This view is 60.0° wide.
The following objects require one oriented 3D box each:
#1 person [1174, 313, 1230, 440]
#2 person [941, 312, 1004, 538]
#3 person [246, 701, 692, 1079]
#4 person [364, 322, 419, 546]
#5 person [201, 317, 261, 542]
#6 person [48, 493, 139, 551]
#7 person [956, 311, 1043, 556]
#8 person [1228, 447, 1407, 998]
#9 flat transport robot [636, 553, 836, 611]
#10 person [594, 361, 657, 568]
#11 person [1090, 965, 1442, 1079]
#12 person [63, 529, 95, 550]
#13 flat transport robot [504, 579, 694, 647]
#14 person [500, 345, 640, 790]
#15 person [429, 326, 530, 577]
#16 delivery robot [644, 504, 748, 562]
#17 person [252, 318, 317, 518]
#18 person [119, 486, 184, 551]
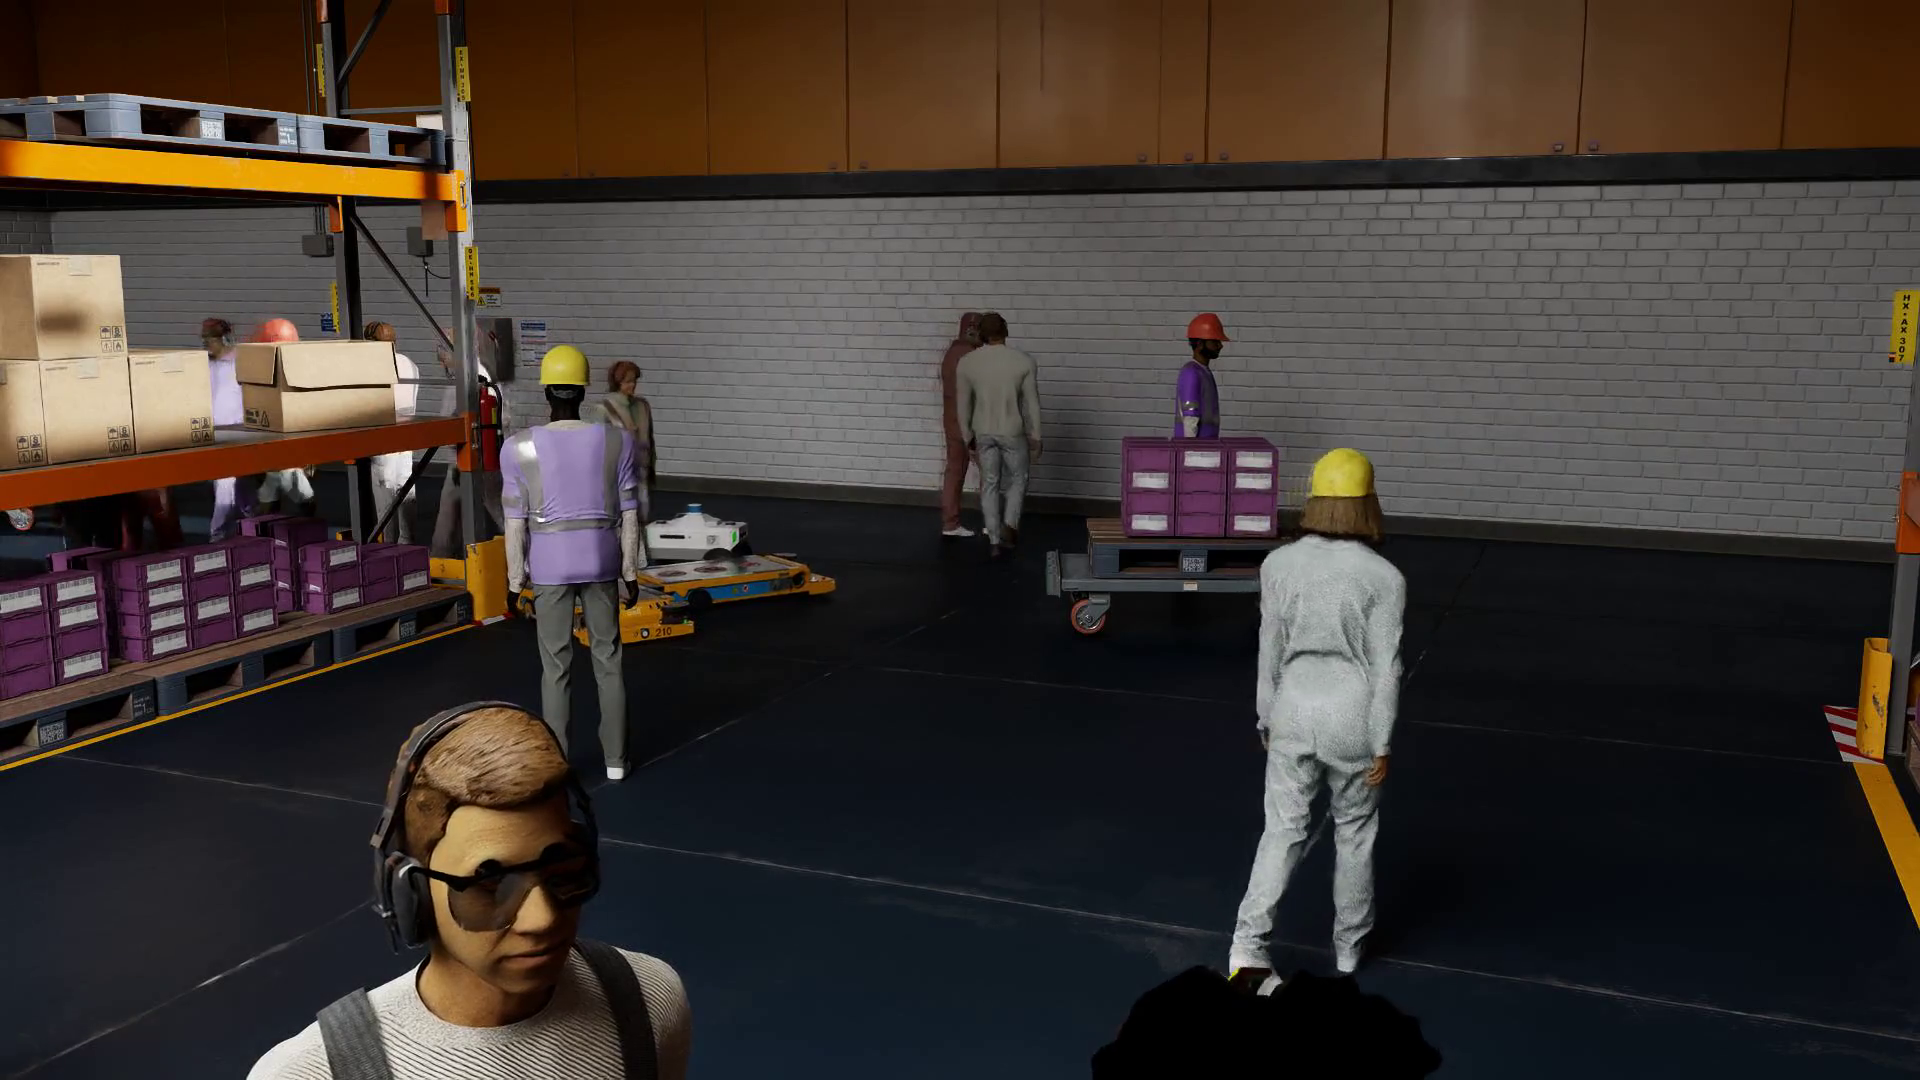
[{"bbox_3d":[1.705,-0.632,11.780,0.378,1.936,0.548,3,10,16],"label":"person"},{"bbox_3d":[0.174,-0.943,13.793,0.701,1.885,0.667,-4,10,-23],"label":"person"},{"bbox_3d":[-0.469,1.069,1.760,0.346,1.846,0.506,9,13,44],"label":"person"},{"bbox_3d":[-4.436,-0.757,12.834,0.429,1.844,0.624,3,10,16],"label":"person"},{"bbox_3d":[-5.837,-0.839,13.251,0.653,1.871,0.930,3,10,17],"label":"person"},{"bbox_3d":[-5.298,-0.336,10.094,0.418,1.930,0.596,4,10,21],"label":"person"},{"bbox_3d":[0.302,-0.813,12.949,0.673,1.917,0.480,2,10,10],"label":"person"},{"bbox_3d":[1.103,0.577,5.132,0.488,1.712,0.746,5,11,29],"label":"person"},{"bbox_3d":[-1.621,0.283,11.279,1.431,0.197,0.652,-7,12,-35],"label":"flat transport robot"},{"bbox_3d":[-2.387,-0.460,11.719,0.689,1.612,0.534,6,11,31],"label":"person"},{"bbox_3d":[0.157,1.172,1.092,0.335,1.861,0.519,-5,11,-29],"label":"person"},{"bbox_3d":[-5.807,-0.372,10.860,0.737,1.730,0.531,-8,12,-41],"label":"person"},{"bbox_3d":[-2.293,0.418,10.457,0.652,0.197,1.431,-7,12,-36],"label":"flat transport robot"},{"bbox_3d":[-1.680,0.126,7.218,0.585,1.928,0.370,-4,10,-21],"label":"person"},{"bbox_3d":[-3.509,-0.612,11.960,0.996,1.846,0.649,-4,10,-24],"label":"person"},{"bbox_3d":[-1.901,-0.018,11.956,0.707,0.478,0.477,1,9,8],"label":"delivery robot"},{"bbox_3d":[-4.665,-0.578,11.549,0.594,1.905,0.531,-6,11,-34],"label":"person"},{"bbox_3d":[-5.139,-0.308,10.420,0.538,1.743,0.770,4,10,23],"label":"person"}]
